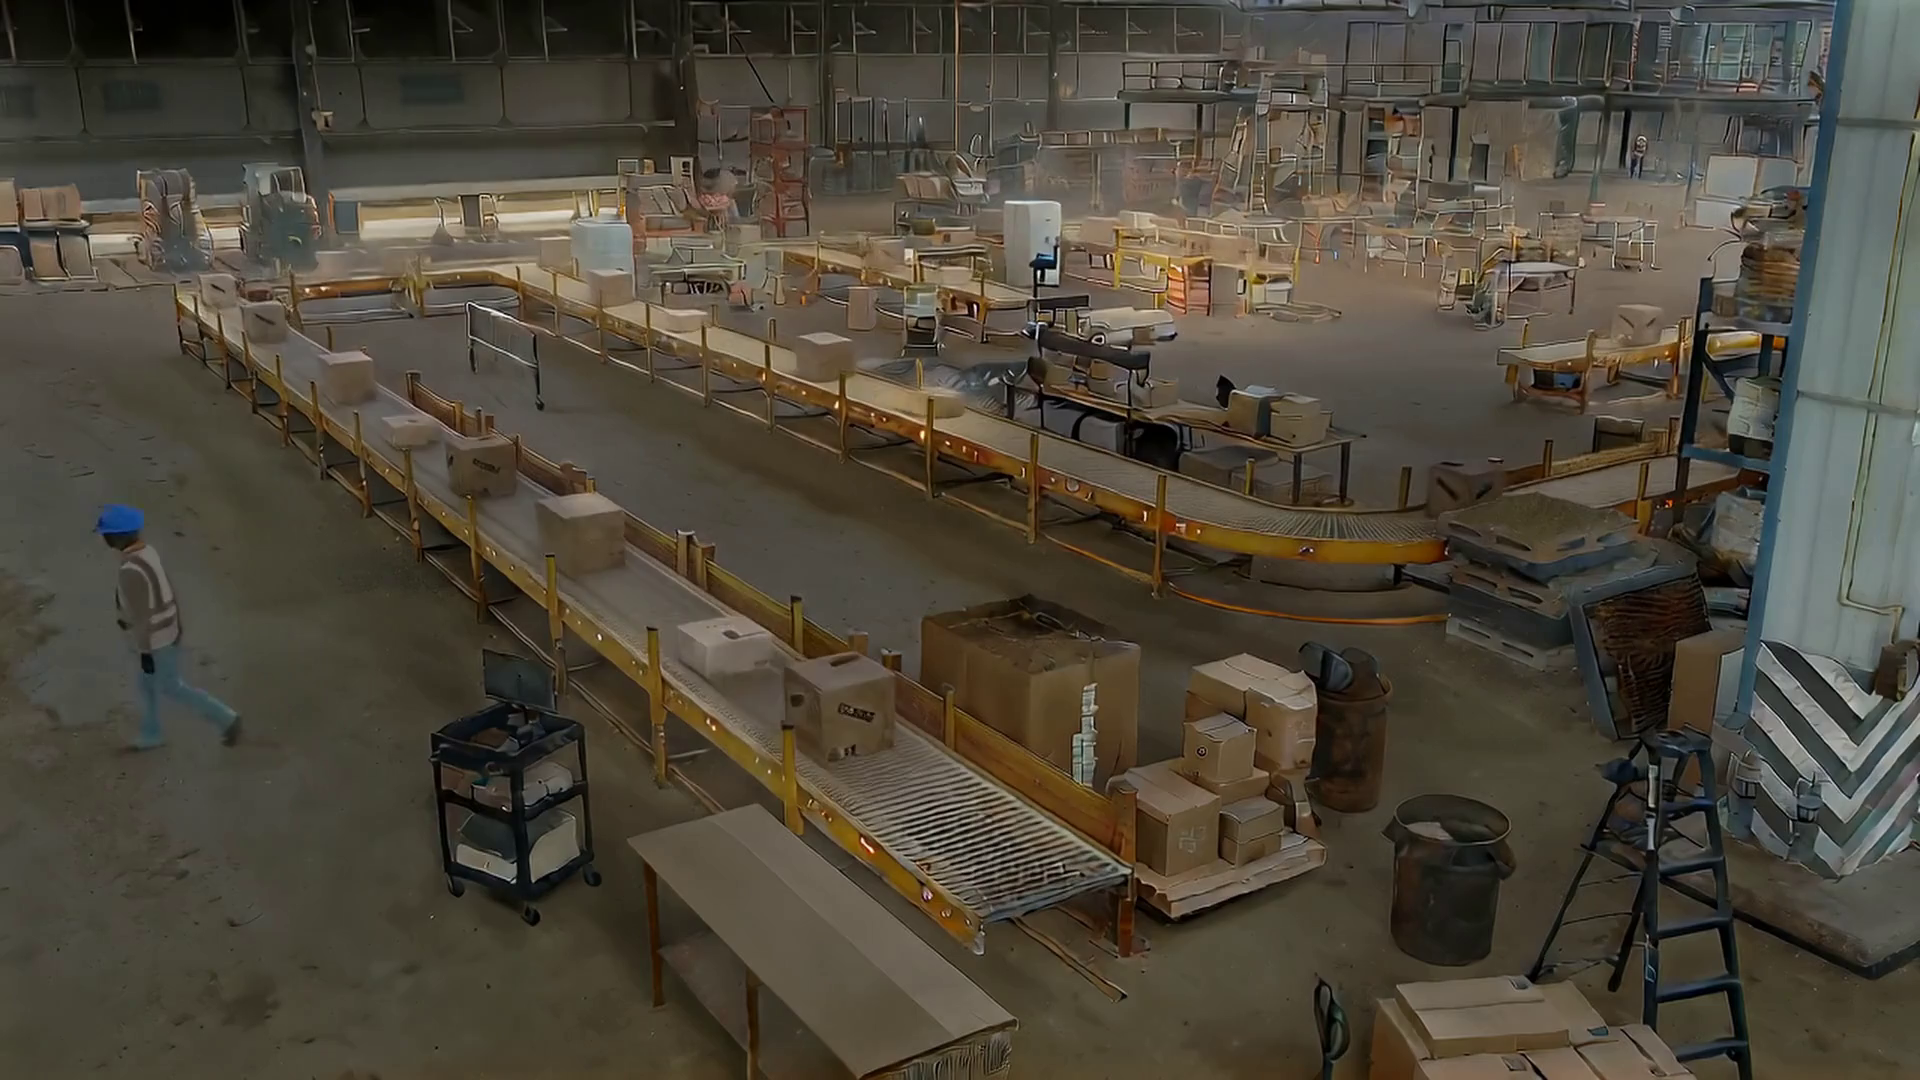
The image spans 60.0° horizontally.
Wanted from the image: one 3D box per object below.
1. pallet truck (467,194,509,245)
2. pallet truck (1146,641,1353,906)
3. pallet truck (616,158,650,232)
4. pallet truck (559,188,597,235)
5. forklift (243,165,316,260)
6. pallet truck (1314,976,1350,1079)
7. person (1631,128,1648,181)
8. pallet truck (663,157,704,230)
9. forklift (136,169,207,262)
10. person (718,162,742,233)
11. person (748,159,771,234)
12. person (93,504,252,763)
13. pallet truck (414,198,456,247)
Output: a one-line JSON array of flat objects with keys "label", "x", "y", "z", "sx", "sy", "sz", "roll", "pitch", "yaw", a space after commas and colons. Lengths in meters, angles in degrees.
[{"label": "pallet truck", "x": -11.983, "y": -8.177, "z": 42.137, "sx": 0.704, "sy": 1.261, "sz": 1.522, "roll": -11, "pitch": 20, "yaw": -33}, {"label": "pallet truck", "x": 1.664, "y": 1.407, "z": 10.232, "sx": 1.630, "sy": 1.274, "sz": 0.653, "roll": -10, "pitch": 20, "yaw": -31}, {"label": "pallet truck", "x": -8.918, "y": -9.176, "z": 44.255, "sx": 0.823, "sy": 1.965, "sz": 1.885, "roll": -9, "pitch": 19, "yaw": -27}, {"label": "pallet truck", "x": -10.010, "y": -8.652, "z": 43.699, "sx": 0.653, "sy": 1.274, "sz": 1.630, "roll": -10, "pitch": 20, "yaw": -31}, {"label": "forklift", "x": -15.898, "y": -7.669, "z": 38.708, "sx": 1.157, "sy": 1.987, "sz": 2.680, "roll": -11, "pitch": 20, "yaw": -33}, {"label": "pallet truck", "x": 2.299, "y": 2.390, "z": 7.086, "sx": 1.601, "sy": 1.201, "sz": 0.680, "roll": -2, "pitch": 17, "yaw": -7}, {"label": "person", "x": 24.845, "y": -14.112, "z": 60.879, "sx": 0.575, "sy": 1.882, "sz": 0.355, "roll": 11, "pitch": 20, "yaw": 33}, {"label": "pallet truck", "x": -7.586, "y": -9.308, "z": 44.692, "sx": 0.823, "sy": 1.965, "sz": 1.885, "roll": -11, "pitch": 20, "yaw": -33}, {"label": "forklift", "x": -17.842, "y": -7.318, "z": 37.559, "sx": 1.157, "sy": 1.987, "sz": 2.680, "roll": -10, "pitch": 20, "yaw": -31}, {"label": "person", "x": -6.128, "y": -9.141, "z": 44.387, "sx": 0.654, "sy": 1.852, "sz": 0.954, "roll": 15, "pitch": 22, "yaw": 41}, {"label": "person", "x": -5.247, "y": -8.983, "z": 43.633, "sx": 0.623, "sy": 1.994, "sz": 1.032, "roll": 3, "pitch": 17, "yaw": 9}, {"label": "person", "x": -5.592, "y": 0.652, "z": 11.718, "sx": 0.926, "sy": 1.914, "sz": 0.621, "roll": -6, "pitch": 18, "yaw": -18}, {"label": "pallet truck", "x": -13.250, "y": -8.060, "z": 41.856, "sx": 0.680, "sy": 1.201, "sz": 1.601, "roll": -10, "pitch": 20, "yaw": -31}]
